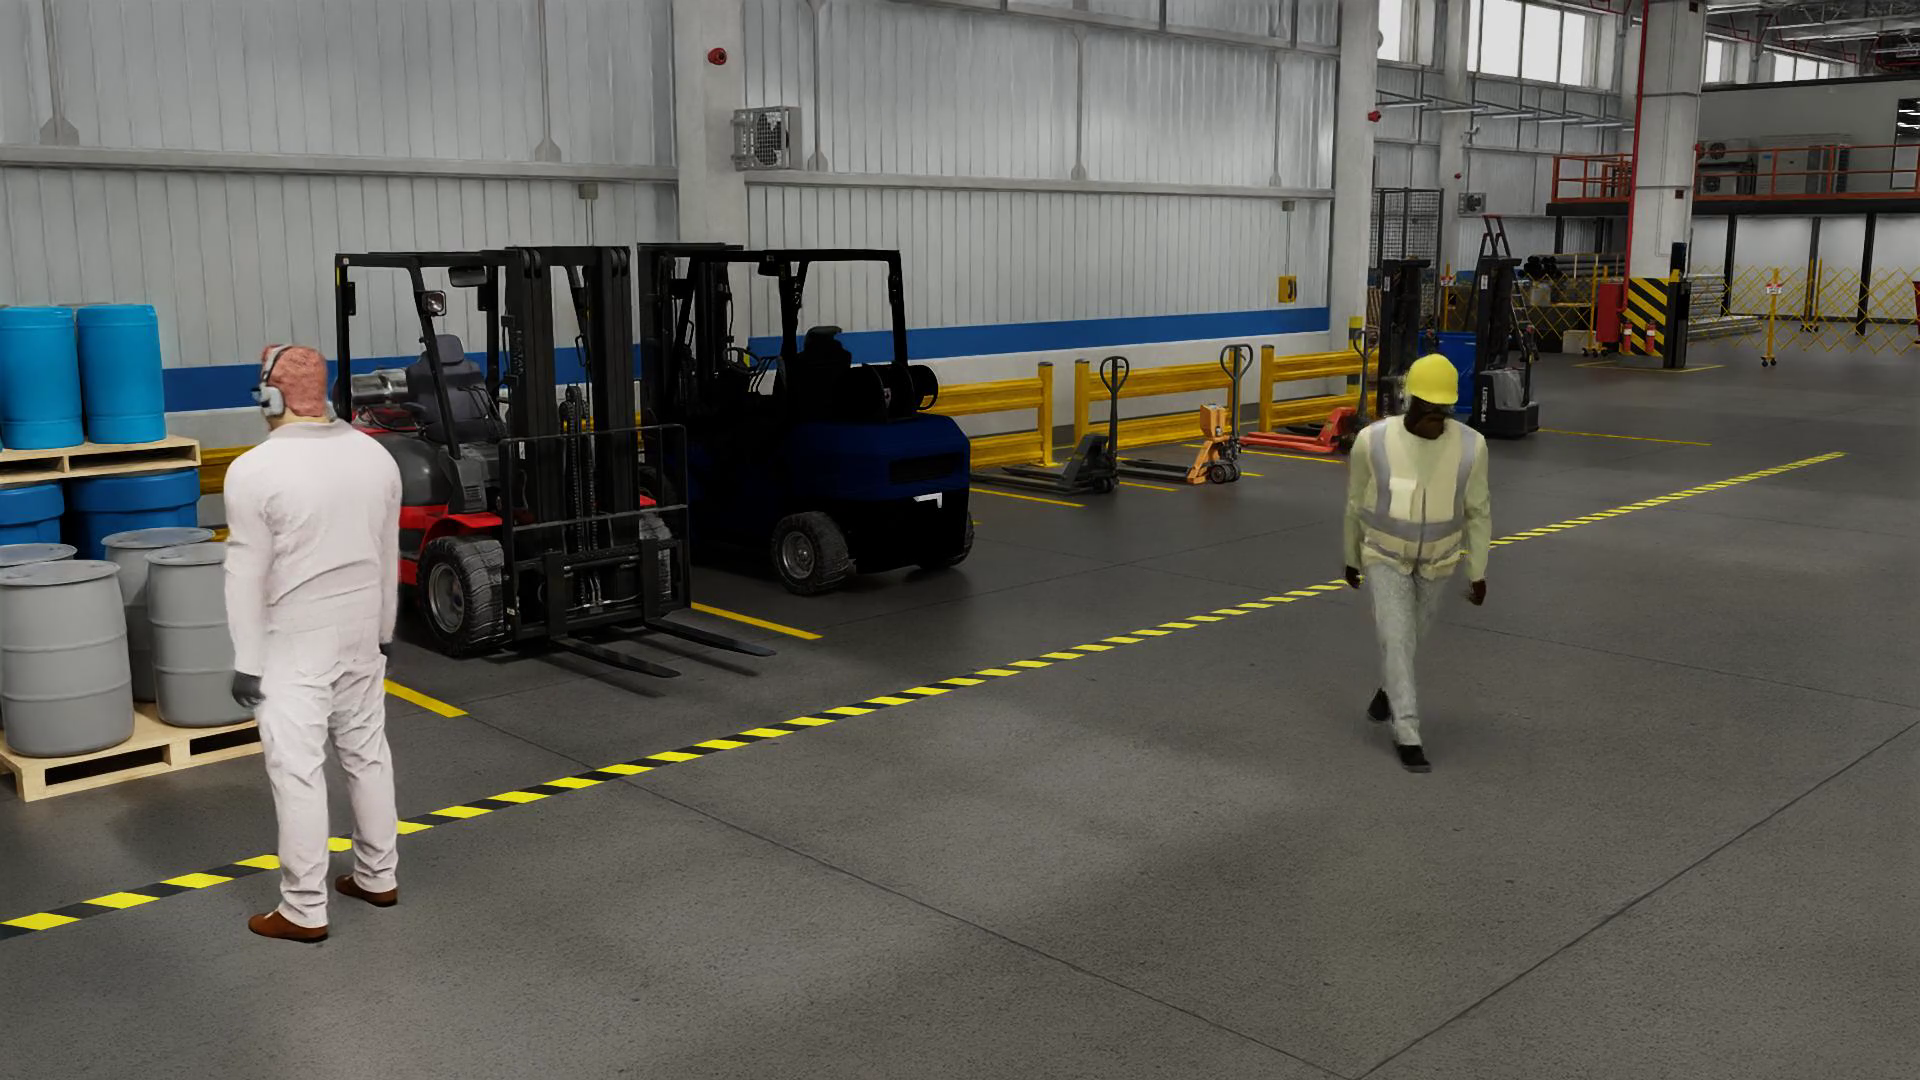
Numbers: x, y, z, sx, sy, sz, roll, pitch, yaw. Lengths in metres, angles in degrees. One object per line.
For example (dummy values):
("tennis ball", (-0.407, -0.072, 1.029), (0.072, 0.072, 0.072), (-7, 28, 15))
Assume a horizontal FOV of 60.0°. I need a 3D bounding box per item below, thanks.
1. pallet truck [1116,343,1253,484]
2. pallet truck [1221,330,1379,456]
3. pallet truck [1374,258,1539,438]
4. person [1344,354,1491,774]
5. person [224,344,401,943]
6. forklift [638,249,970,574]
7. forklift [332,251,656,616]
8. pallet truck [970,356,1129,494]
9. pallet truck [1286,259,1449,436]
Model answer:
("pallet truck", (1.962, -1.215, 15.415), (1.522, 1.261, 0.704), (10, 14, 43))
("pallet truck", (3.563, -1.581, 17.381), (0.653, 1.274, 1.630), (-10, 14, -44))
("pallet truck", (5.704, -2.208, 18.901), (1.885, 1.965, 0.823), (10, 14, 43))
("person", (1.981, 0.046, 7.295), (0.595, 1.765, 0.962), (0, 10, 1))
("person", (-2.094, 0.323, 5.372), (0.402, 1.900, 0.639), (5, 12, 27))
("forklift", (-1.173, -0.958, 11.239), (2.680, 1.987, 1.157), (10, 14, 43))
("forklift", (-2.833, -0.669, 9.694), (1.157, 1.987, 2.680), (-10, 14, -44))
("pallet truck", (0.784, -1.085, 14.876), (0.680, 1.201, 1.601), (-10, 14, -44))
("pallet truck", (4.493, -2.078, 18.196), (0.823, 1.965, 1.885), (-9, 14, -40))
